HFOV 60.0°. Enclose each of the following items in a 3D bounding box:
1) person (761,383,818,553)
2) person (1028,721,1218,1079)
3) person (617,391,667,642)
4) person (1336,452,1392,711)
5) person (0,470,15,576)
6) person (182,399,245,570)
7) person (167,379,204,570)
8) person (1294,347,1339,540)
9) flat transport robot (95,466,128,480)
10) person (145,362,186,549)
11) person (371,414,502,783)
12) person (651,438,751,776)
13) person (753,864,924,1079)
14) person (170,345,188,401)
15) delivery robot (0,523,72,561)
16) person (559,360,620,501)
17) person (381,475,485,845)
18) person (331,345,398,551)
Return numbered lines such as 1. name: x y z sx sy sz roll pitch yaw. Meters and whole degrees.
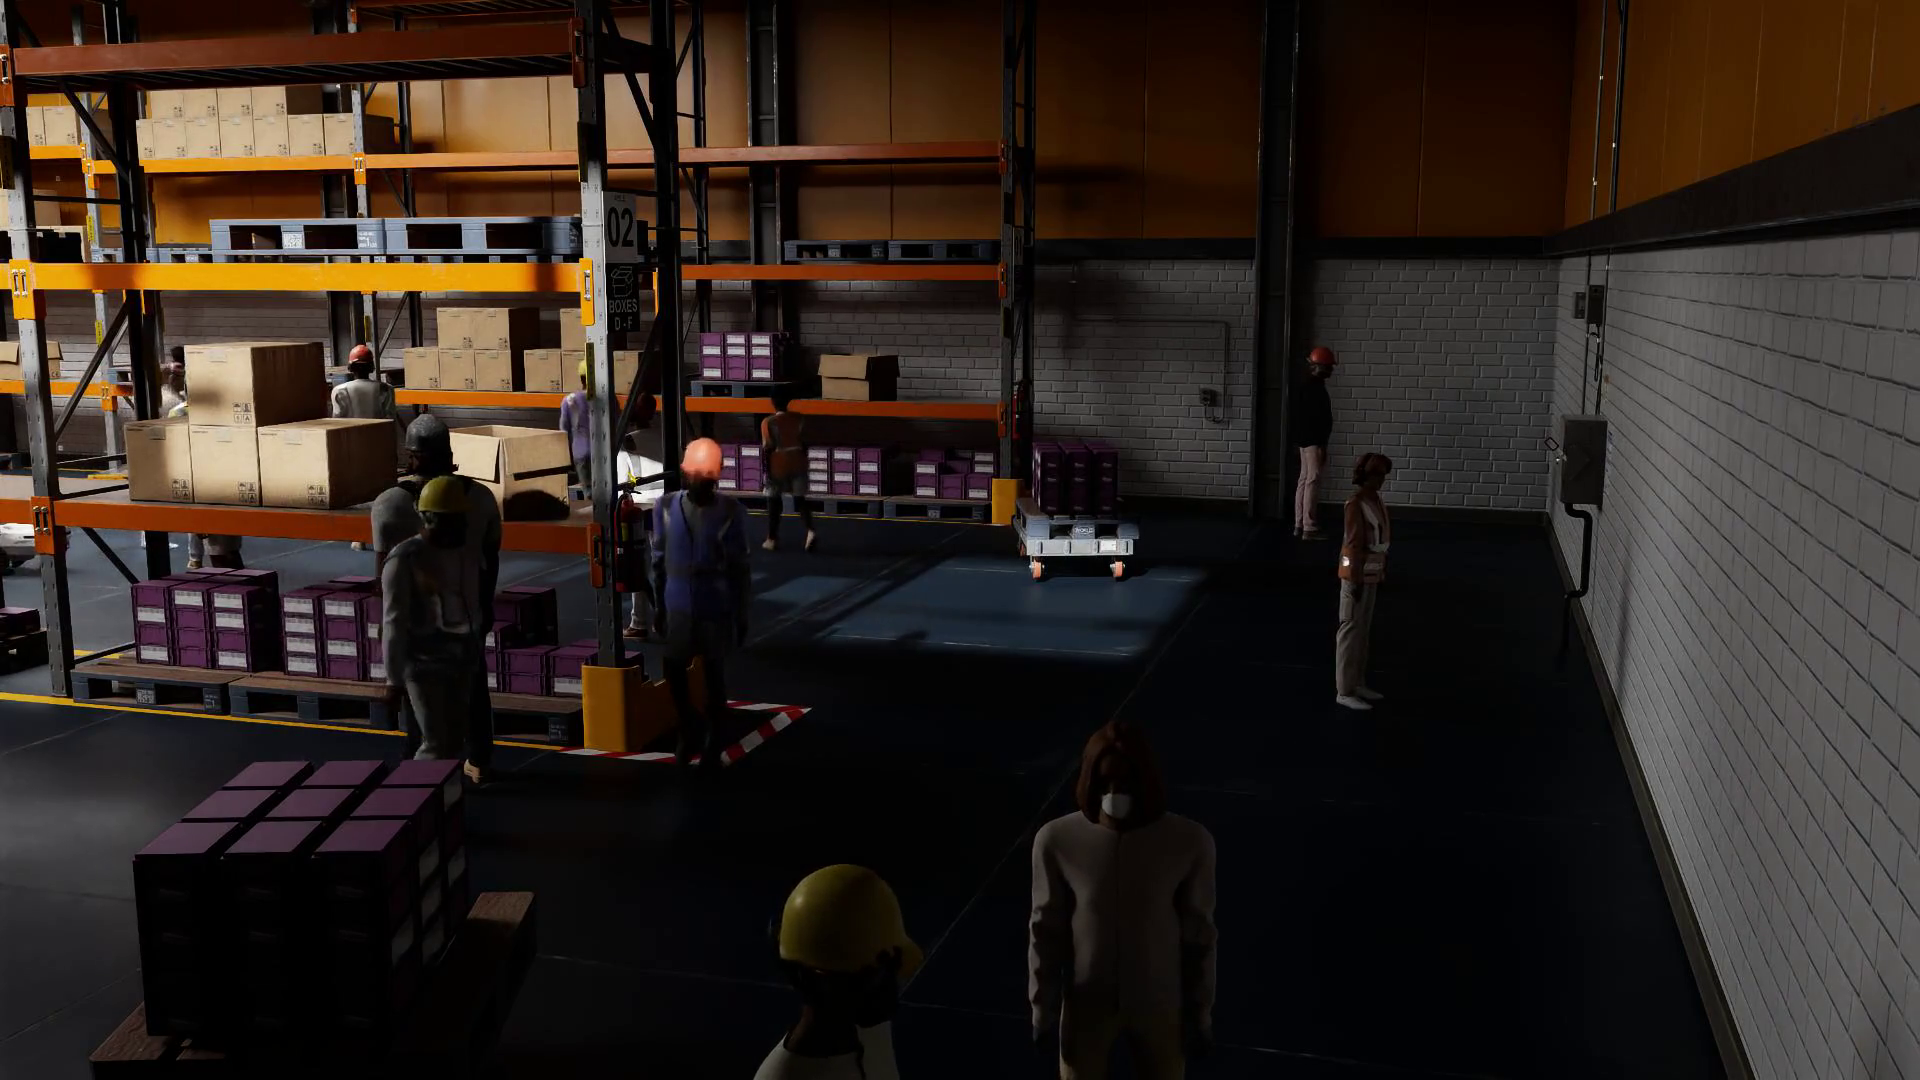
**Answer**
1. person: -1.707 -0.700 16.370 0.547 1.703 0.591 -6 11 -31
2. person: 0.436 1.274 4.492 0.505 1.624 0.296 1 9 8
3. person: -2.368 -0.176 12.528 0.576 1.884 0.354 -9 13 -44
4. person: 2.581 0.255 10.652 0.313 1.637 0.513 5 11 29
5. person: -8.800 -0.600 14.946 0.371 1.935 0.551 2 9 10
6. person: -5.675 -0.226 12.668 0.379 1.937 0.547 0 9 1
7. person: -7.033 -0.636 15.495 0.629 1.837 0.429 -6 11 -34
8. person: 3.690 -1.000 17.220 0.396 1.990 0.621 -1 9 -4
9. flat transport robot: -10.557 -0.806 21.272 0.652 0.197 1.431 -1 9 -3
10. person: -7.790 -0.845 16.674 0.864 1.865 0.644 -3 10 -20
11. person: -2.831 0.335 8.937 0.682 2.000 0.537 -7 12 -38
12. person: -1.422 0.380 9.096 0.564 1.902 0.526 1 9 5
13. person: -0.217 1.438 3.049 0.326 1.767 0.533 3 10 17
14. person: -8.863 -1.256 18.968 0.759 1.934 0.391 6 11 33
15. delivery robot: -8.608 -0.023 15.348 0.707 0.478 0.477 -1 9 -9
16. person: -3.778 -0.900 16.952 0.609 1.870 0.974 -4 10 -23
17. person: -2.495 0.598 7.991 0.413 1.819 0.627 4 10 22
18. person: -5.896 -0.911 16.521 0.608 2.044 0.371 -5 10 -26
